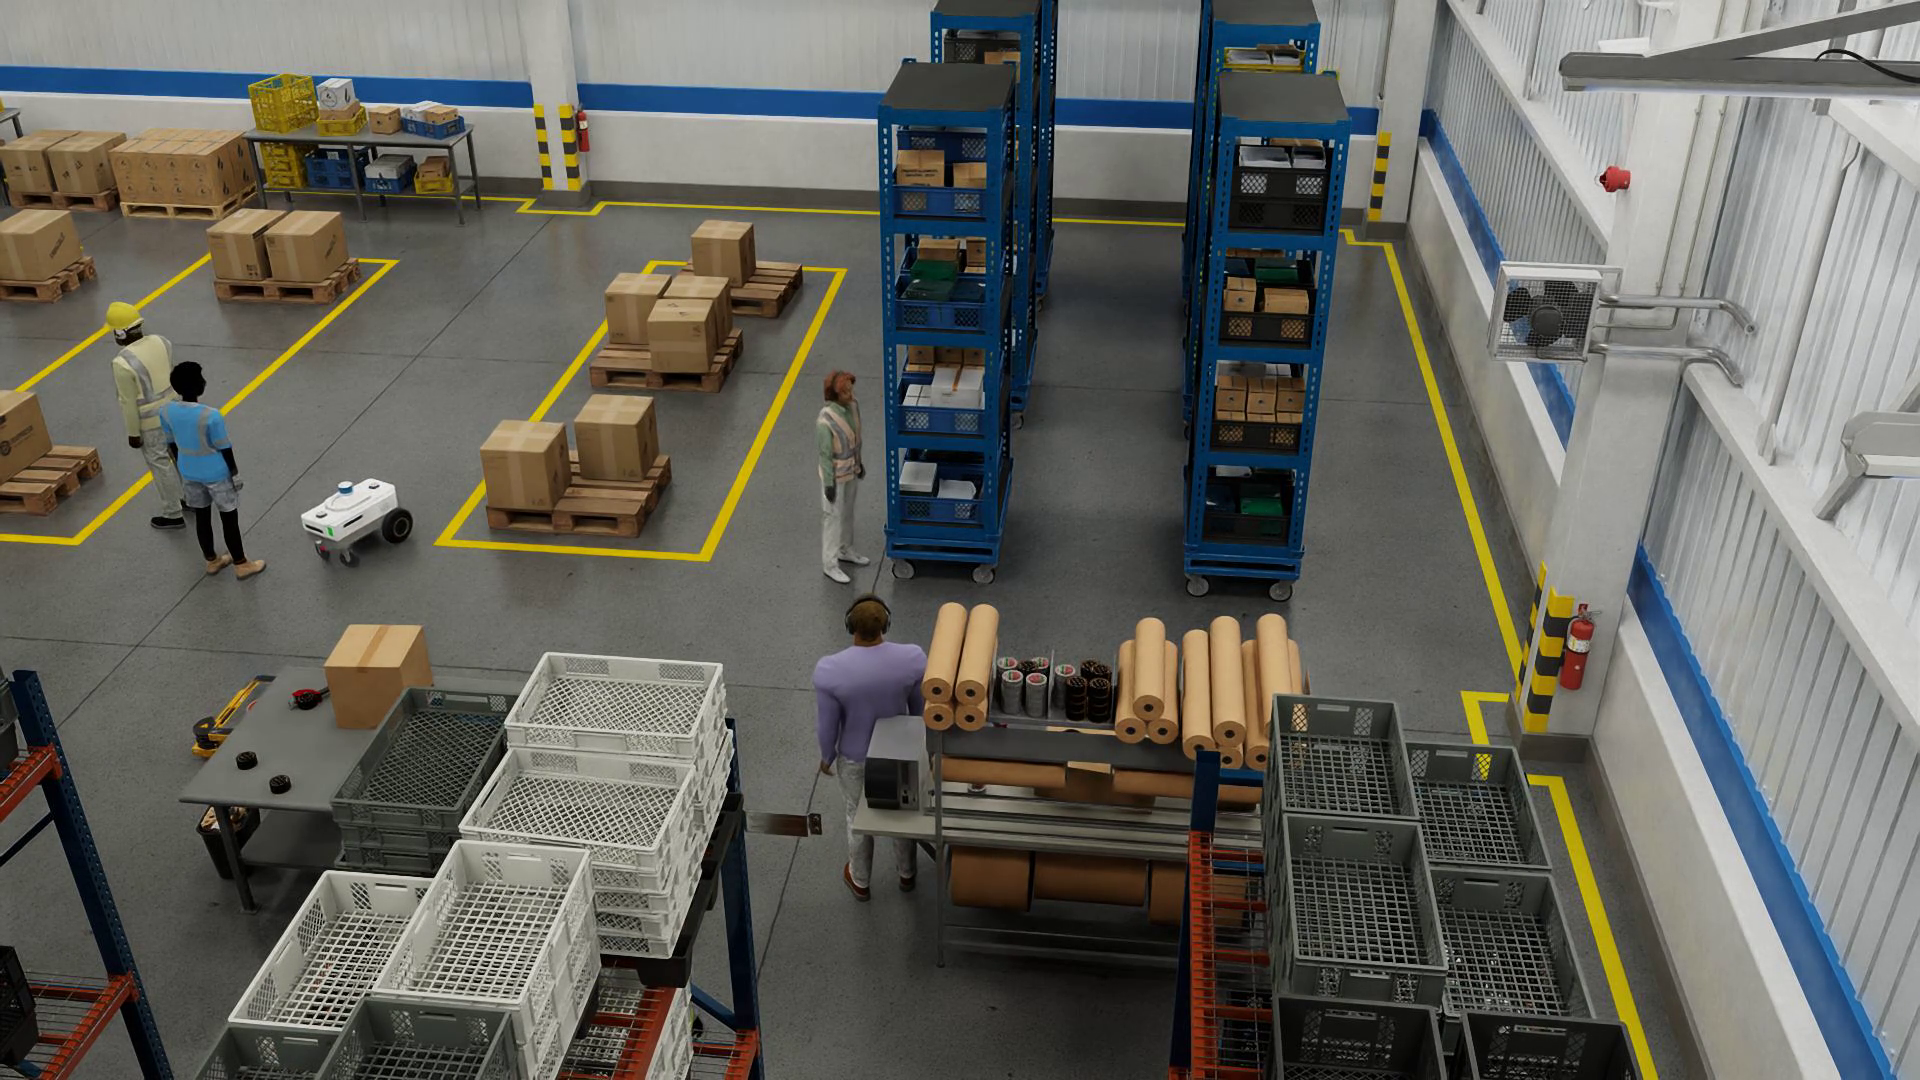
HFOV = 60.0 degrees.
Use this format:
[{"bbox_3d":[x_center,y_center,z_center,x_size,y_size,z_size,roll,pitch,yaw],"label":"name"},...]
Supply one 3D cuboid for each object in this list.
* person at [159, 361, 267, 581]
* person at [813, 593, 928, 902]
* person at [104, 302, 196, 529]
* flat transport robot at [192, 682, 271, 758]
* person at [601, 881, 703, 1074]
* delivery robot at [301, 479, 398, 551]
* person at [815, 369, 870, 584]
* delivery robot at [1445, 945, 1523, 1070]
[{"bbox_3d":[-5.464,-0.499,12.092,0.539,1.698,0.318,9,31,15],"label":"person"},{"bbox_3d":[-0.469,1.133,9.054,0.627,1.940,0.371,-7,31,-11],"label":"person"},{"bbox_3d":[-6.204,-0.963,12.770,0.403,1.827,0.593,5,31,9],"label":"person"},{"bbox_3d":[-4.089,1.163,10.648,1.431,0.197,0.652,3,30,6],"label":"flat transport robot"},{"bbox_3d":[-1.373,2.204,7.310,0.429,1.844,0.625,22,36,32],"label":"person"},{"bbox_3d":[-4.631,-0.210,12.637,0.477,0.478,0.707,16,34,25],"label":"delivery robot"},{"bbox_3d":[-0.871,-0.485,12.129,0.310,1.638,0.519,12,32,20],"label":"person"},{"bbox_3d":[2.652,2.301,8.324,0.477,0.478,0.707,-3,30,-6],"label":"delivery robot"}]
